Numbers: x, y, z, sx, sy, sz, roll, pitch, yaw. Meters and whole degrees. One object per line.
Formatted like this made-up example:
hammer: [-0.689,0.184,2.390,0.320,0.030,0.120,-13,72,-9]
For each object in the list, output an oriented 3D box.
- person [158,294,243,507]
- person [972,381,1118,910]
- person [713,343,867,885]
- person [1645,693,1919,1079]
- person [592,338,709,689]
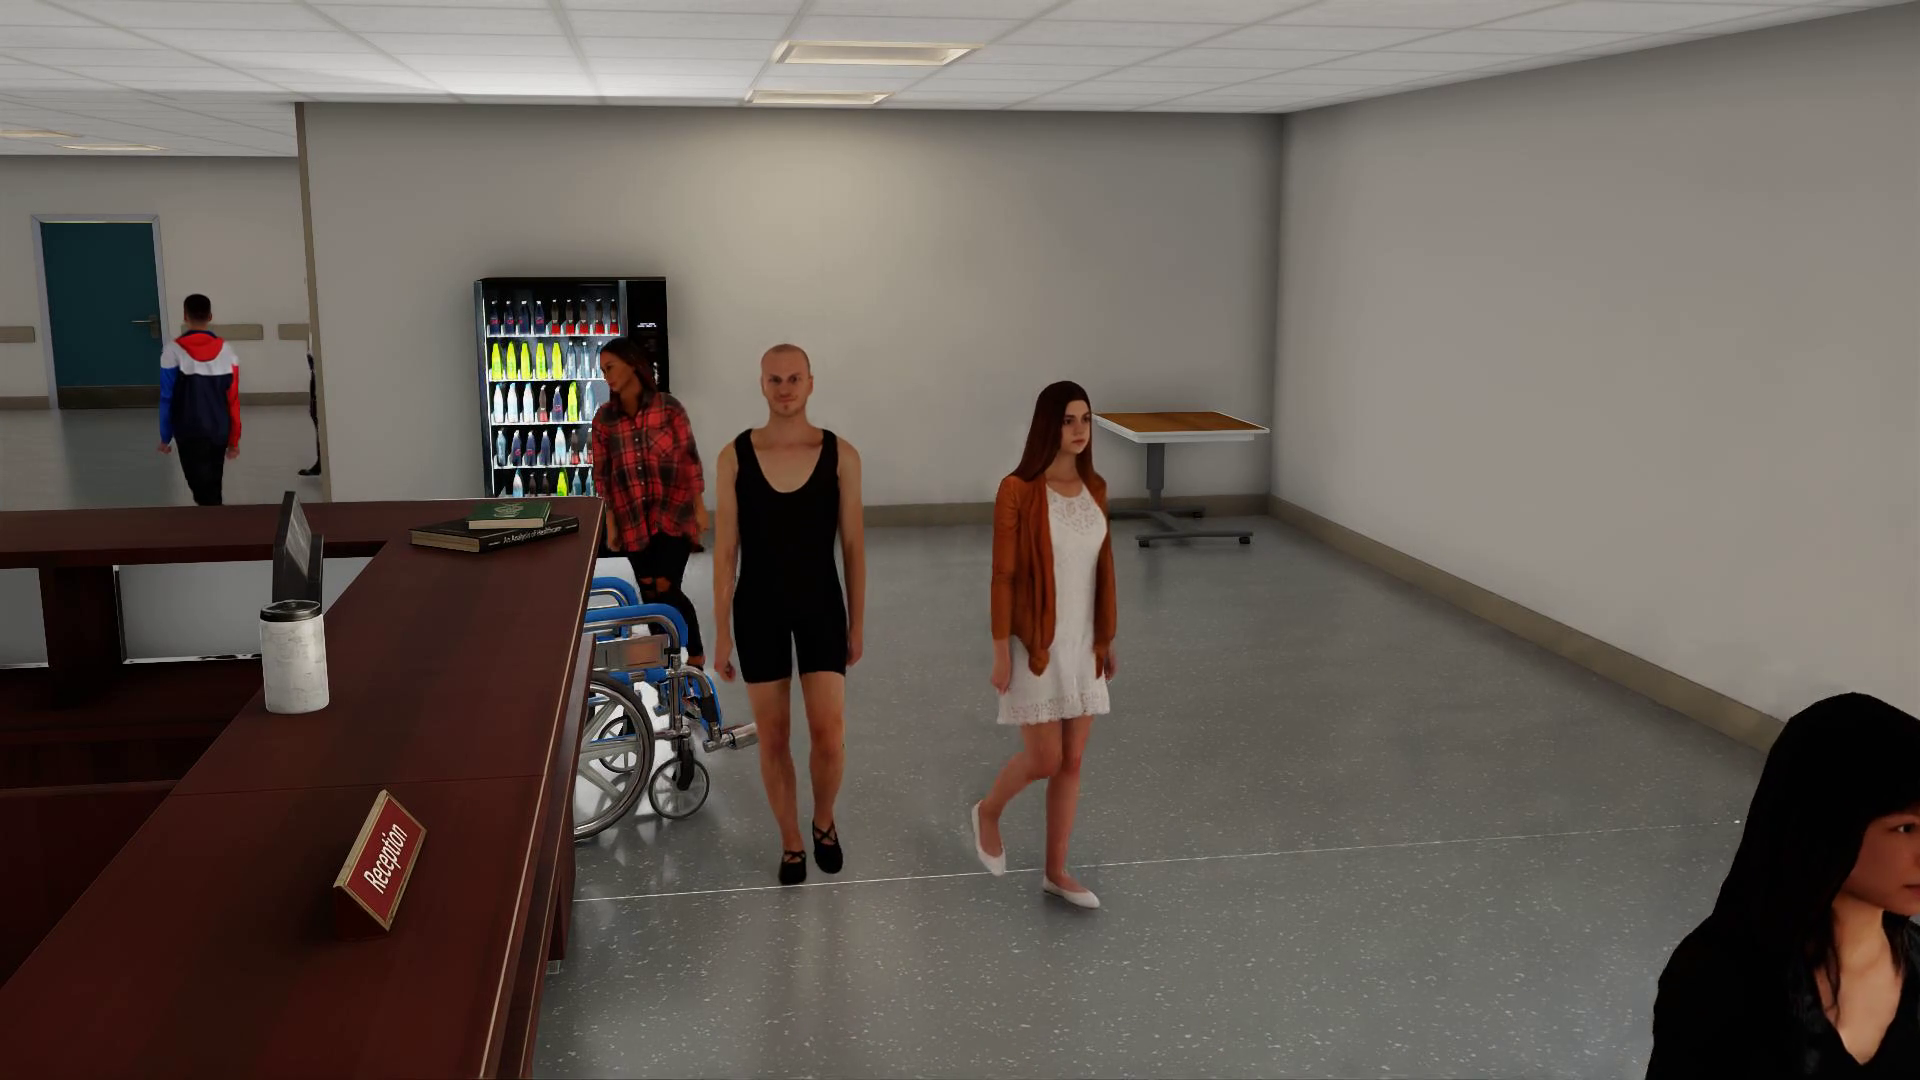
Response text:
person: [-4.800,-0.662,10.591,1.159,1.724,1.164,9,14,40]
person: [0.255,0.330,5.406,0.804,1.708,0.831,-8,13,-35]
person: [-0.561,0.247,5.578,0.595,1.807,0.745,0,11,-1]
person: [1.008,0.976,2.229,0.836,1.623,0.723,-4,11,-19]
person: [-1.380,-0.086,7.674,0.644,1.679,0.807,-1,11,-7]
